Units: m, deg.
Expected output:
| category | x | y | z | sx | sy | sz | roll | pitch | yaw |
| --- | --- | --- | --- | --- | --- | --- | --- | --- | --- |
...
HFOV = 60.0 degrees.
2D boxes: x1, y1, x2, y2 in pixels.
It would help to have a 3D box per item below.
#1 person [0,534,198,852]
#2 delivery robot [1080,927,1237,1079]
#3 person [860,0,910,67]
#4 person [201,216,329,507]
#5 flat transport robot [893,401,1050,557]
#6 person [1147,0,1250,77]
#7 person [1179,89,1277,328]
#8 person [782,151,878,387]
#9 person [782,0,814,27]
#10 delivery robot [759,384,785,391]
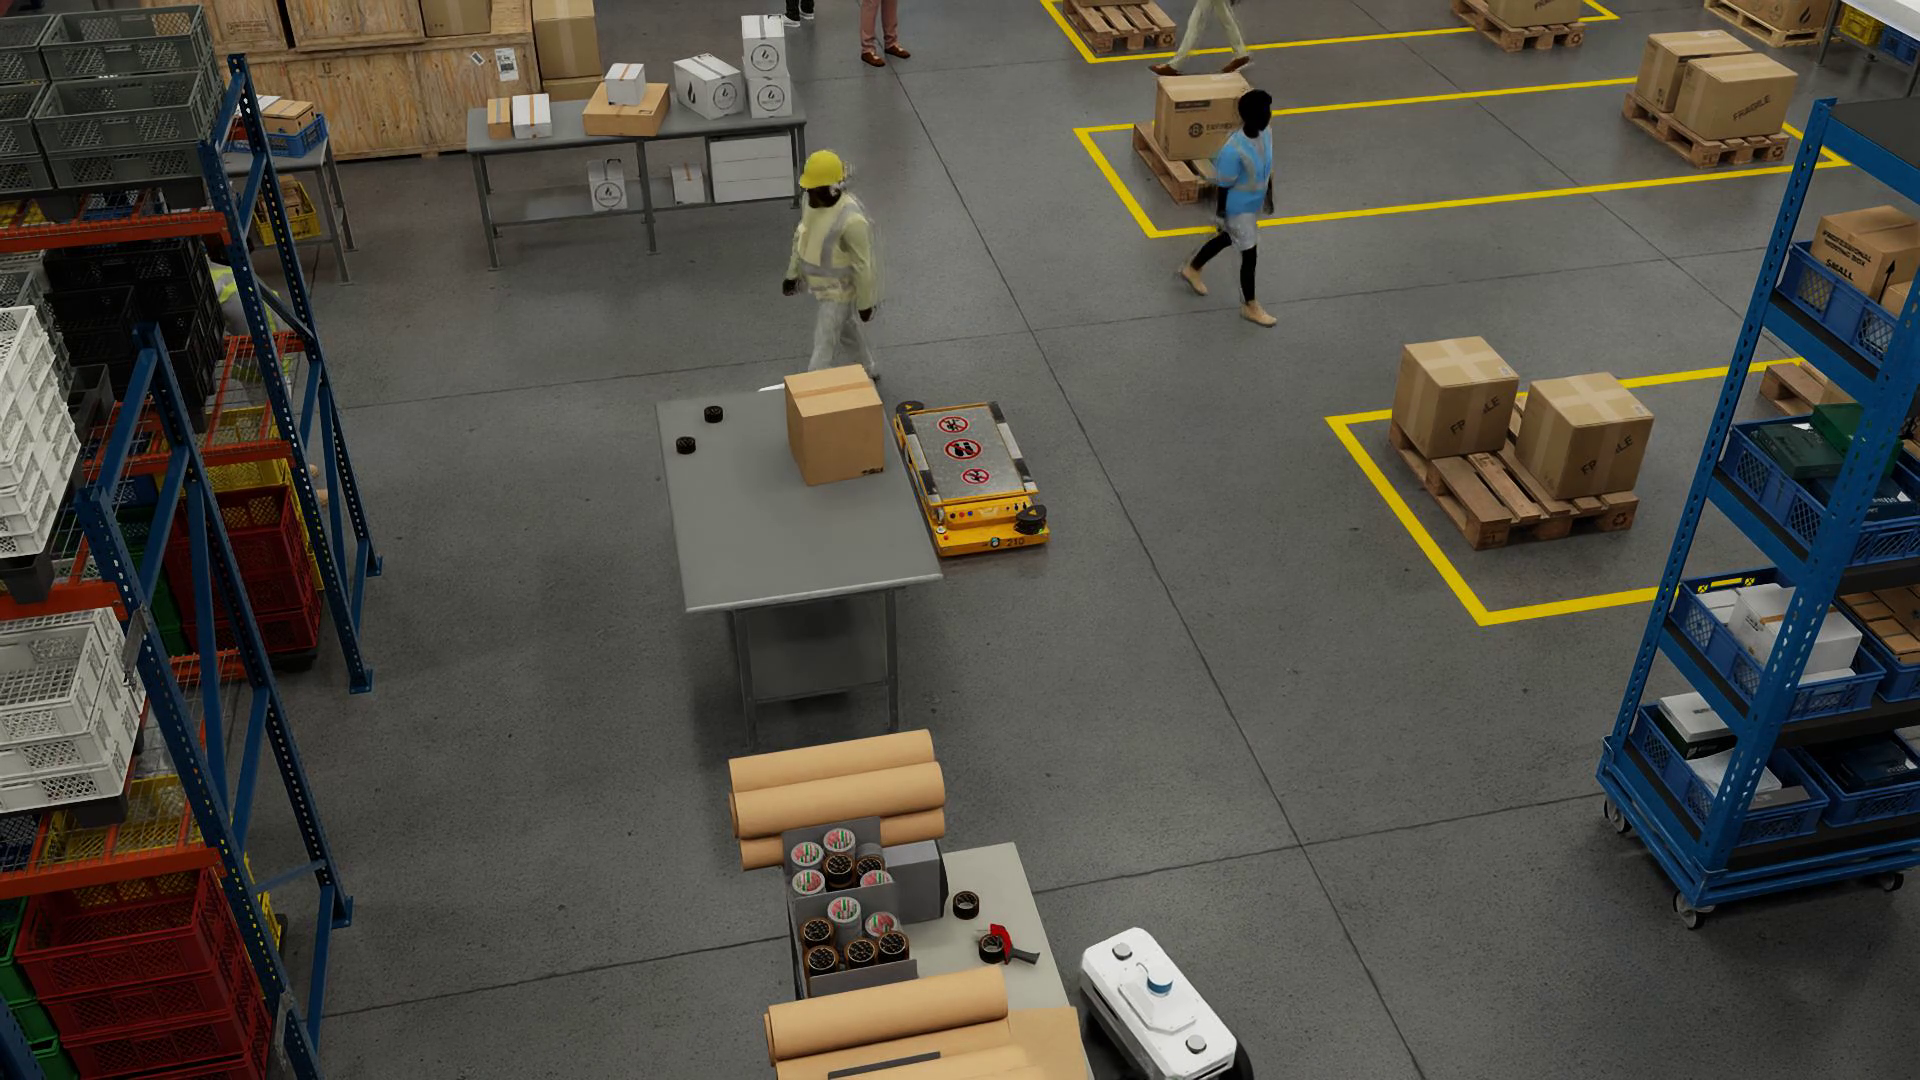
| category | x | y | z | sx | sy | sz | roll | pitch | yaw |
| --- | --- | --- | --- | --- | --- | --- | --- | --- | --- |
| person | -3.776 | 0.703 | 7.212 | 0.626 | 1.930 | 0.400 | -10 | 38 | -13 |
| delivery robot | 0.786 | 1.897 | 6.669 | 0.477 | 0.478 | 0.707 | -18 | 40 | -23 |
| person | -0.704 | -5.386 | 15.420 | 0.400 | 1.901 | 0.646 | 30 | 46 | 34 |
| person | -4.026 | -1.020 | 9.596 | 0.429 | 1.844 | 0.627 | -23 | 42 | -28 |
| flat transport robot | 0.046 | -0.430 | 10.108 | 0.652 | 0.197 | 1.431 | -8 | 37 | -10 |
| person | 2.266 | -5.074 | 15.079 | 1.048 | 1.807 | 0.542 | -7 | 37 | -9 |
| person | 1.910 | -2.358 | 11.547 | 0.847 | 1.662 | 0.538 | 23 | 43 | 28 |
| person | -0.876 | -1.586 | 10.398 | 0.893 | 1.785 | 0.605 | -20 | 41 | -24 |
| person | -1.655 | -5.999 | 16.223 | 0.390 | 1.920 | 0.587 | 23 | 42 | 28 |
| delivery robot | -0.986 | -0.698 | 10.157 | 0.477 | 0.478 | 0.707 | -14 | 39 | -18 |
